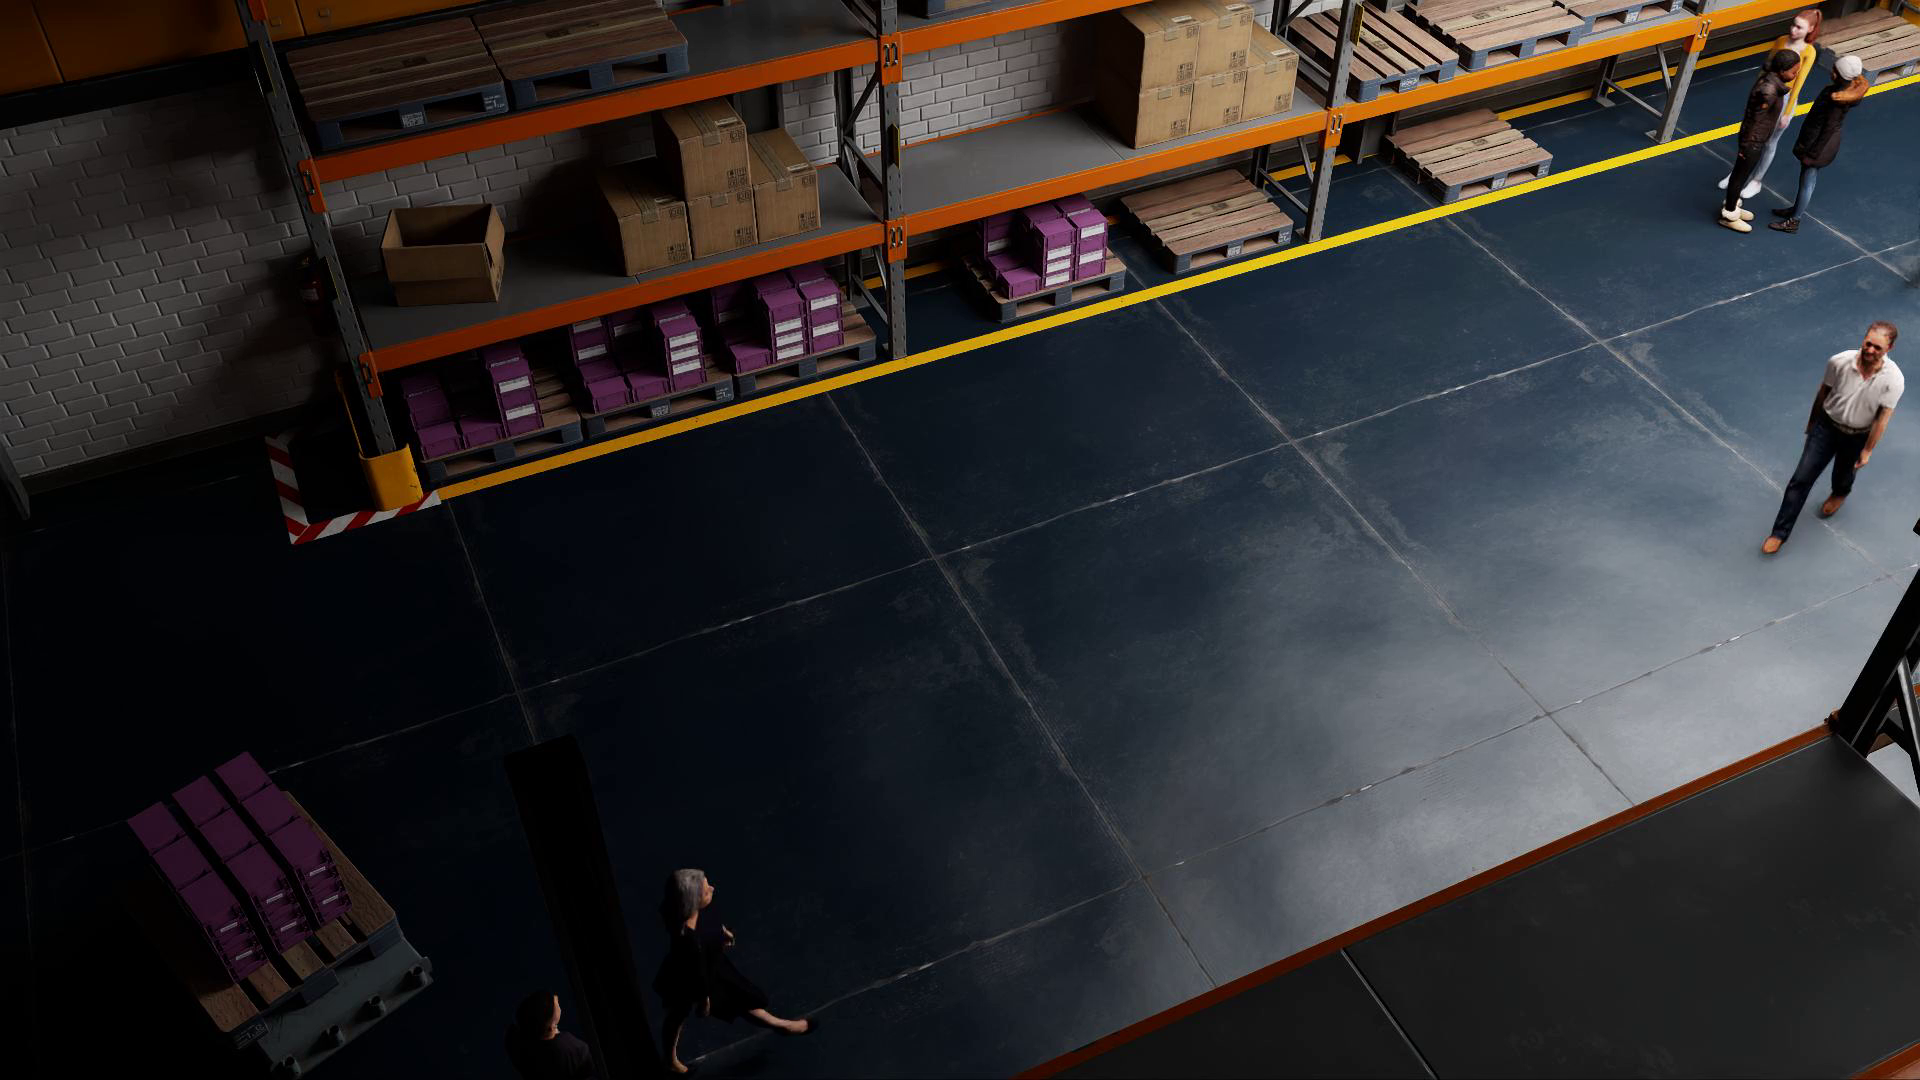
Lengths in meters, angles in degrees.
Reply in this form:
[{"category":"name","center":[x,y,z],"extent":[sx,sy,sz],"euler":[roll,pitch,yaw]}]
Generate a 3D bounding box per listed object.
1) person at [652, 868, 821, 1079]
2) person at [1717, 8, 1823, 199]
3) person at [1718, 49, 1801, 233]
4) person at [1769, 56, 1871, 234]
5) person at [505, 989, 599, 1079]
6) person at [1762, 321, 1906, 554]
[{"category":"person","center":[-1.383,2.219,8.375],"extent":[1.135,1.708,0.636],"euler":[-15,46,-15]},{"category":"person","center":[7.246,-3.875,14.740],"extent":[0.640,1.752,0.627],"euler":[-26,49,-25]},{"category":"person","center":[6.851,-3.473,14.384],"extent":[0.710,1.661,0.770],"euler":[-12,45,-12]},{"category":"person","center":[7.421,-3.421,14.347],"extent":[0.805,1.637,0.723],"euler":[22,48,22]},{"category":"person","center":[-1.850,2.661,7.871],"extent":[0.712,1.764,0.775],"euler":[14,45,14]},{"category":"person","center":[6.120,-0.763,11.424],"extent":[1.312,1.821,0.950],"euler":[-34,53,-30]}]
